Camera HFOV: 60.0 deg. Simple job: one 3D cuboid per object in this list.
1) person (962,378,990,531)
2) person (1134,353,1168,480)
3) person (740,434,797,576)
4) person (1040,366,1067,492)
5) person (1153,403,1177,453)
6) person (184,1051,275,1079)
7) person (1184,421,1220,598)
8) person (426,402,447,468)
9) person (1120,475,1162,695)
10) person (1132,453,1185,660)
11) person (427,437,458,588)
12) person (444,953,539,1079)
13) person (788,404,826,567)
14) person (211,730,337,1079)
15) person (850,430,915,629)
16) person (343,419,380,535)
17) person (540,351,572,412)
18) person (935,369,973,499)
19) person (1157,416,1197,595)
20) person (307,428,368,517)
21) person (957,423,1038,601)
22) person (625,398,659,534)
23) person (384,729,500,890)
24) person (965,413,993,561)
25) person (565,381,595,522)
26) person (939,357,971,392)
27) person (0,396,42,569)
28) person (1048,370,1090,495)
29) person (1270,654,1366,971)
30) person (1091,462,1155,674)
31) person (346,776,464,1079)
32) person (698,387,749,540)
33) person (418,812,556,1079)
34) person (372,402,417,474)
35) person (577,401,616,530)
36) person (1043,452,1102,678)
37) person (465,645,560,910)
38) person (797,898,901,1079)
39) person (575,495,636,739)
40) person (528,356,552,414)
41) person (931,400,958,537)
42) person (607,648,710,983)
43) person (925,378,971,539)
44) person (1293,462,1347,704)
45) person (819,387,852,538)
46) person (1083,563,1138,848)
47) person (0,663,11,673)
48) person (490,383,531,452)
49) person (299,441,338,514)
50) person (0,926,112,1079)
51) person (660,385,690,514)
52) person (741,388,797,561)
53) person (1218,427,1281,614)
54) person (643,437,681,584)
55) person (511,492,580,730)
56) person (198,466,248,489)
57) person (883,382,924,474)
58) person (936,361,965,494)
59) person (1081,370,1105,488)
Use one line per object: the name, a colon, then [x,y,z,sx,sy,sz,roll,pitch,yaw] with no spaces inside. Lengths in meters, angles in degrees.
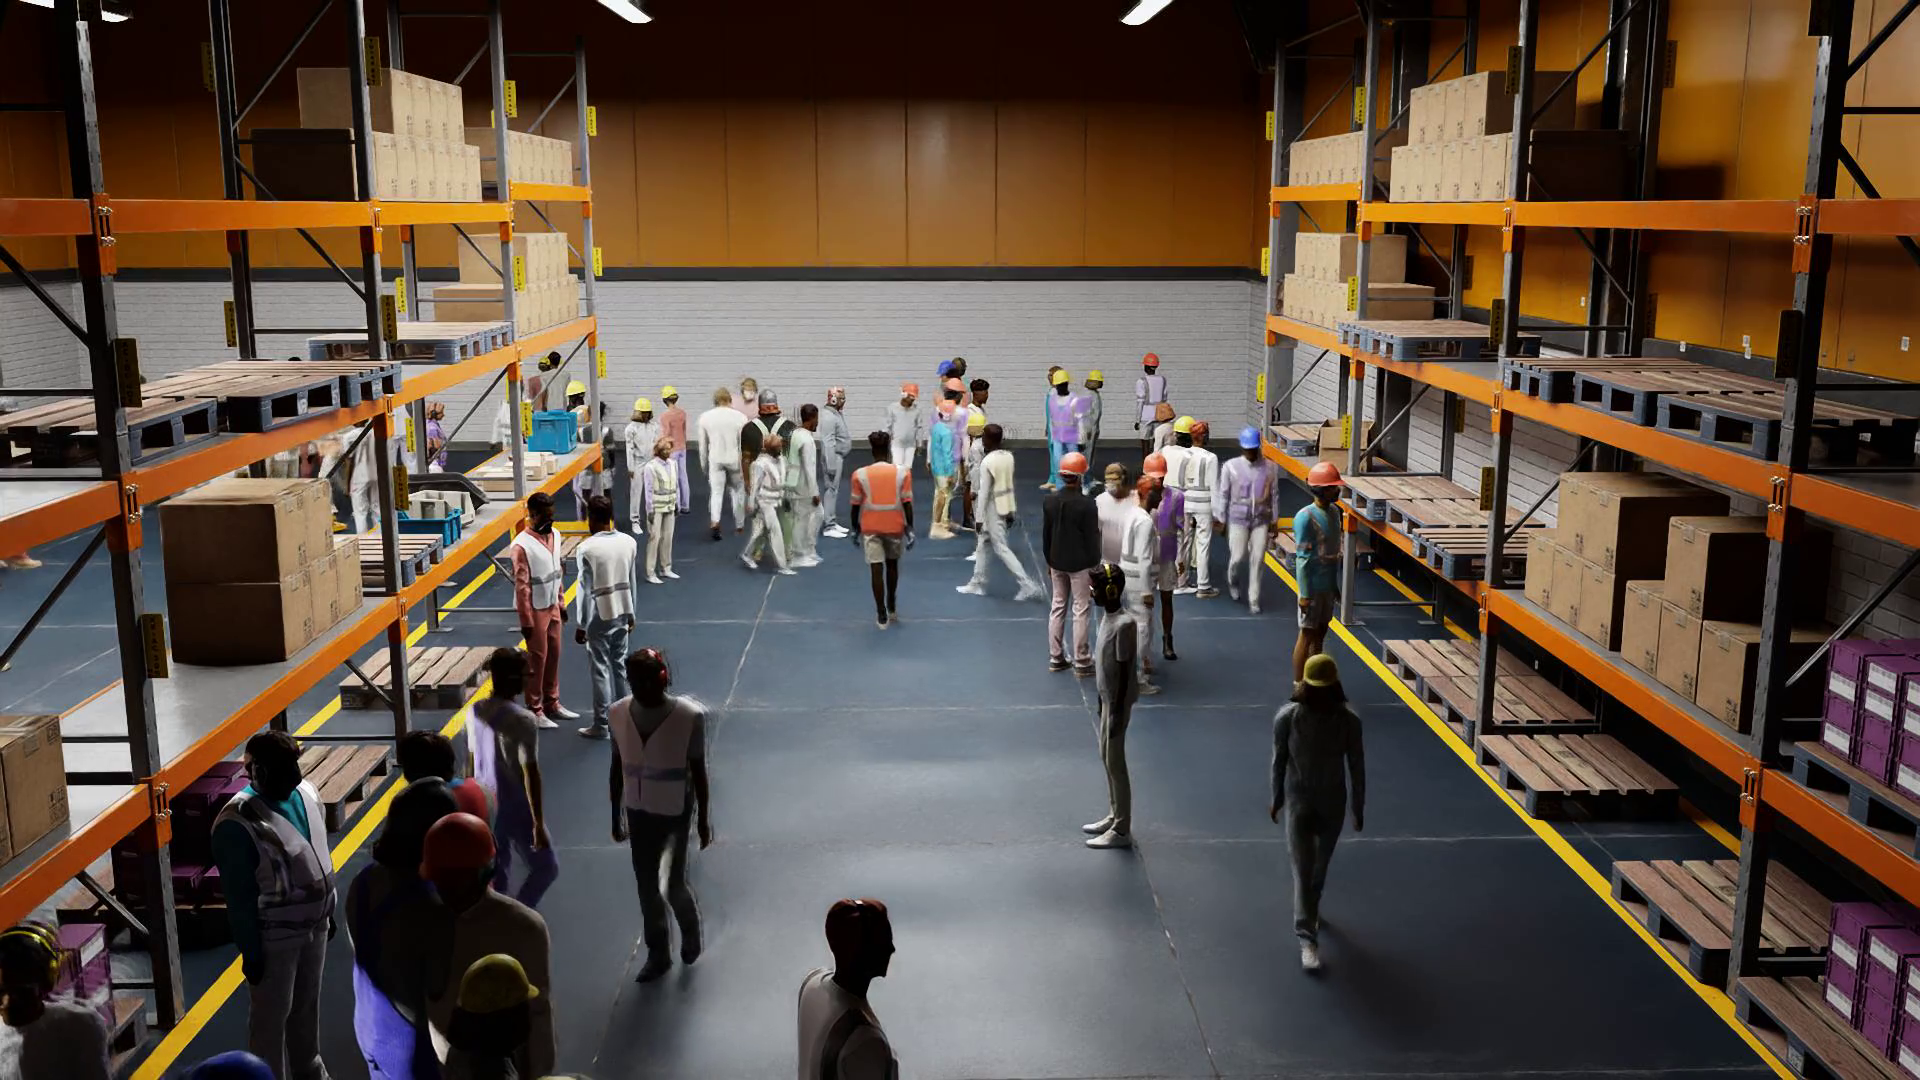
person: [0.208,-1.103,21.382,0.378,1.958,0.606,3,12,16]
person: [2.886,-1.866,25.239,0.545,1.943,0.347,-6,13,-27]
person: [-2.207,-0.417,18.831,0.802,1.599,0.500,6,13,26]
person: [1.408,-1.616,24.227,0.346,1.847,0.506,-6,13,-28]
person: [2.659,-0.961,21.502,0.290,1.629,0.499,9,14,39]
person: [-1.982,2.301,4.435,0.709,1.901,0.637,1,11,4]
person: [2.533,-0.330,17.681,0.356,1.885,0.574,-10,15,-42]
person: [-6.780,-0.967,21.516,0.312,1.632,0.526,-4,12,-20]
person: [1.538,0.372,14.210,0.358,1.870,0.602,-1,11,-3]
person: [1.779,0.150,15.187,0.549,1.924,0.386,0,11,-2]
person: [-5.734,-0.301,18.149,0.308,1.639,0.524,-9,14,-38]
person: [-1.505,2.185,5.456,0.326,1.737,0.489,-7,13,-31]
person: [-1.713,-0.618,19.086,0.591,1.893,0.636,-3,12,-14]
person: [-3.000,1.737,7.427,0.429,1.844,0.626,2,12,12]
person: [-0.790,-0.138,16.604,0.625,1.922,0.934,-2,11,-8]
person: [-6.990,-0.676,19.517,0.329,1.843,0.521,8,14,34]
person: [-6.423,-2.078,26.481,0.514,1.872,0.328,-6,13,-28]
person: [-0.054,-1.460,23.318,0.604,1.892,1.028,-4,12,-18]
person: [2.348,-0.365,17.785,0.393,1.921,0.592,-9,15,-39]
person: [-8.242,-1.165,21.889,0.595,1.881,0.866,11,15,43]
person: [0.409,-0.299,17.543,0.946,1.883,0.605,5,13,25]
person: [-4.009,-0.945,21.145,0.480,1.734,0.330,-10,15,-42]
person: [-2.321,1.736,7.467,0.431,1.834,0.626,6,13,26]
person: [0.212,-0.626,19.525,0.325,1.740,0.492,4,12,17]
person: [-4.877,-1.089,21.417,0.393,1.914,0.595,3,12,15]
person: [-0.031,-1.735,24.592,0.373,1.940,0.628,-11,16,-44]
person: [-10.763,-0.648,18.881,0.566,2.000,0.701,-4,12,-19]
person: [1.526,-1.447,23.278,0.602,1.896,0.766,6,13,29]
person: [1.986,1.451,9.220,0.504,1.690,0.892,1,11,3]
person: [1.442,0.255,14.726,0.669,1.912,0.566,10,15,40]
person: [-1.985,1.862,6.295,0.686,2.000,0.536,11,16,44]
person: [-2.944,-0.947,20.756,0.643,1.904,0.824,-1,11,-6]
person: [-1.772,1.934,6.090,0.613,1.984,0.409,4,12,17]
person: [-7.828,-1.471,23.006,0.688,2.000,0.535,-9,15,-39]
person: [-4.650,-0.936,21.210,0.543,1.694,0.341,2,11,9]
person: [1.000,0.214,14.671,0.608,1.997,0.374,10,15,41]
person: [-2.400,1.453,8.886,0.626,1.827,0.410,7,13,31]
person: [-0.375,2.094,5.563,0.354,1.877,0.574,-5,12,-23]
person: [-2.749,0.598,12.983,0.409,1.907,0.598,7,13,31]
person: [-6.665,-2.078,26.776,0.533,1.757,0.336,-1,11,-3]
person: [-0.179,-0.893,20.872,0.354,1.740,0.575,-3,12,-16]
person: [-1.600,1.455,8.847,0.586,1.828,0.443,4,12,19]
person: [-0.182,-1.025,20.921,0.739,2.002,0.630,-11,16,-44]
person: [2.980,0.369,13.766,0.362,2.048,0.613,9,14,37]
person: [-1.565,-0.983,20.925,0.404,1.900,0.639,0,11,-1]
person: [0.981,1.063,10.779,0.336,1.856,0.530,-1,11,-6]
person: [-8.736,0.287,14.720,0.502,1.837,0.349,6,13,29]
person: [-6.125,-1.348,22.854,0.640,1.853,0.654,7,13,32]
person: [-8.667,-1.278,22.384,0.652,1.904,0.403,-6,13,-28]
person: [-3.089,2.122,5.588,0.531,1.815,1.014,0,11,1]
person: [-3.849,-1.186,22.274,0.323,1.765,0.532,5,12,25]
person: [-2.220,-0.773,19.511,0.684,2.000,0.535,-1,11,-6]
person: [2.954,-0.214,17.006,0.616,1.931,0.523,0,11,0]
person: [-3.294,-0.330,18.353,0.346,1.624,0.520,7,13,31]
person: [-3.328,0.554,13.202,0.405,1.909,0.595,3,12,16]
person: [-7.455,-0.231,17.013,0.598,1.958,0.373,0,11,0]
person: [-0.770,-1.334,23.130,0.591,1.713,0.418,-4,12,-19]
person: [-0.143,-1.626,24.049,0.428,1.938,0.626,-6,13,-29]
person: [1.983,-1.658,24.700,0.325,1.740,0.492,4,12,21]
